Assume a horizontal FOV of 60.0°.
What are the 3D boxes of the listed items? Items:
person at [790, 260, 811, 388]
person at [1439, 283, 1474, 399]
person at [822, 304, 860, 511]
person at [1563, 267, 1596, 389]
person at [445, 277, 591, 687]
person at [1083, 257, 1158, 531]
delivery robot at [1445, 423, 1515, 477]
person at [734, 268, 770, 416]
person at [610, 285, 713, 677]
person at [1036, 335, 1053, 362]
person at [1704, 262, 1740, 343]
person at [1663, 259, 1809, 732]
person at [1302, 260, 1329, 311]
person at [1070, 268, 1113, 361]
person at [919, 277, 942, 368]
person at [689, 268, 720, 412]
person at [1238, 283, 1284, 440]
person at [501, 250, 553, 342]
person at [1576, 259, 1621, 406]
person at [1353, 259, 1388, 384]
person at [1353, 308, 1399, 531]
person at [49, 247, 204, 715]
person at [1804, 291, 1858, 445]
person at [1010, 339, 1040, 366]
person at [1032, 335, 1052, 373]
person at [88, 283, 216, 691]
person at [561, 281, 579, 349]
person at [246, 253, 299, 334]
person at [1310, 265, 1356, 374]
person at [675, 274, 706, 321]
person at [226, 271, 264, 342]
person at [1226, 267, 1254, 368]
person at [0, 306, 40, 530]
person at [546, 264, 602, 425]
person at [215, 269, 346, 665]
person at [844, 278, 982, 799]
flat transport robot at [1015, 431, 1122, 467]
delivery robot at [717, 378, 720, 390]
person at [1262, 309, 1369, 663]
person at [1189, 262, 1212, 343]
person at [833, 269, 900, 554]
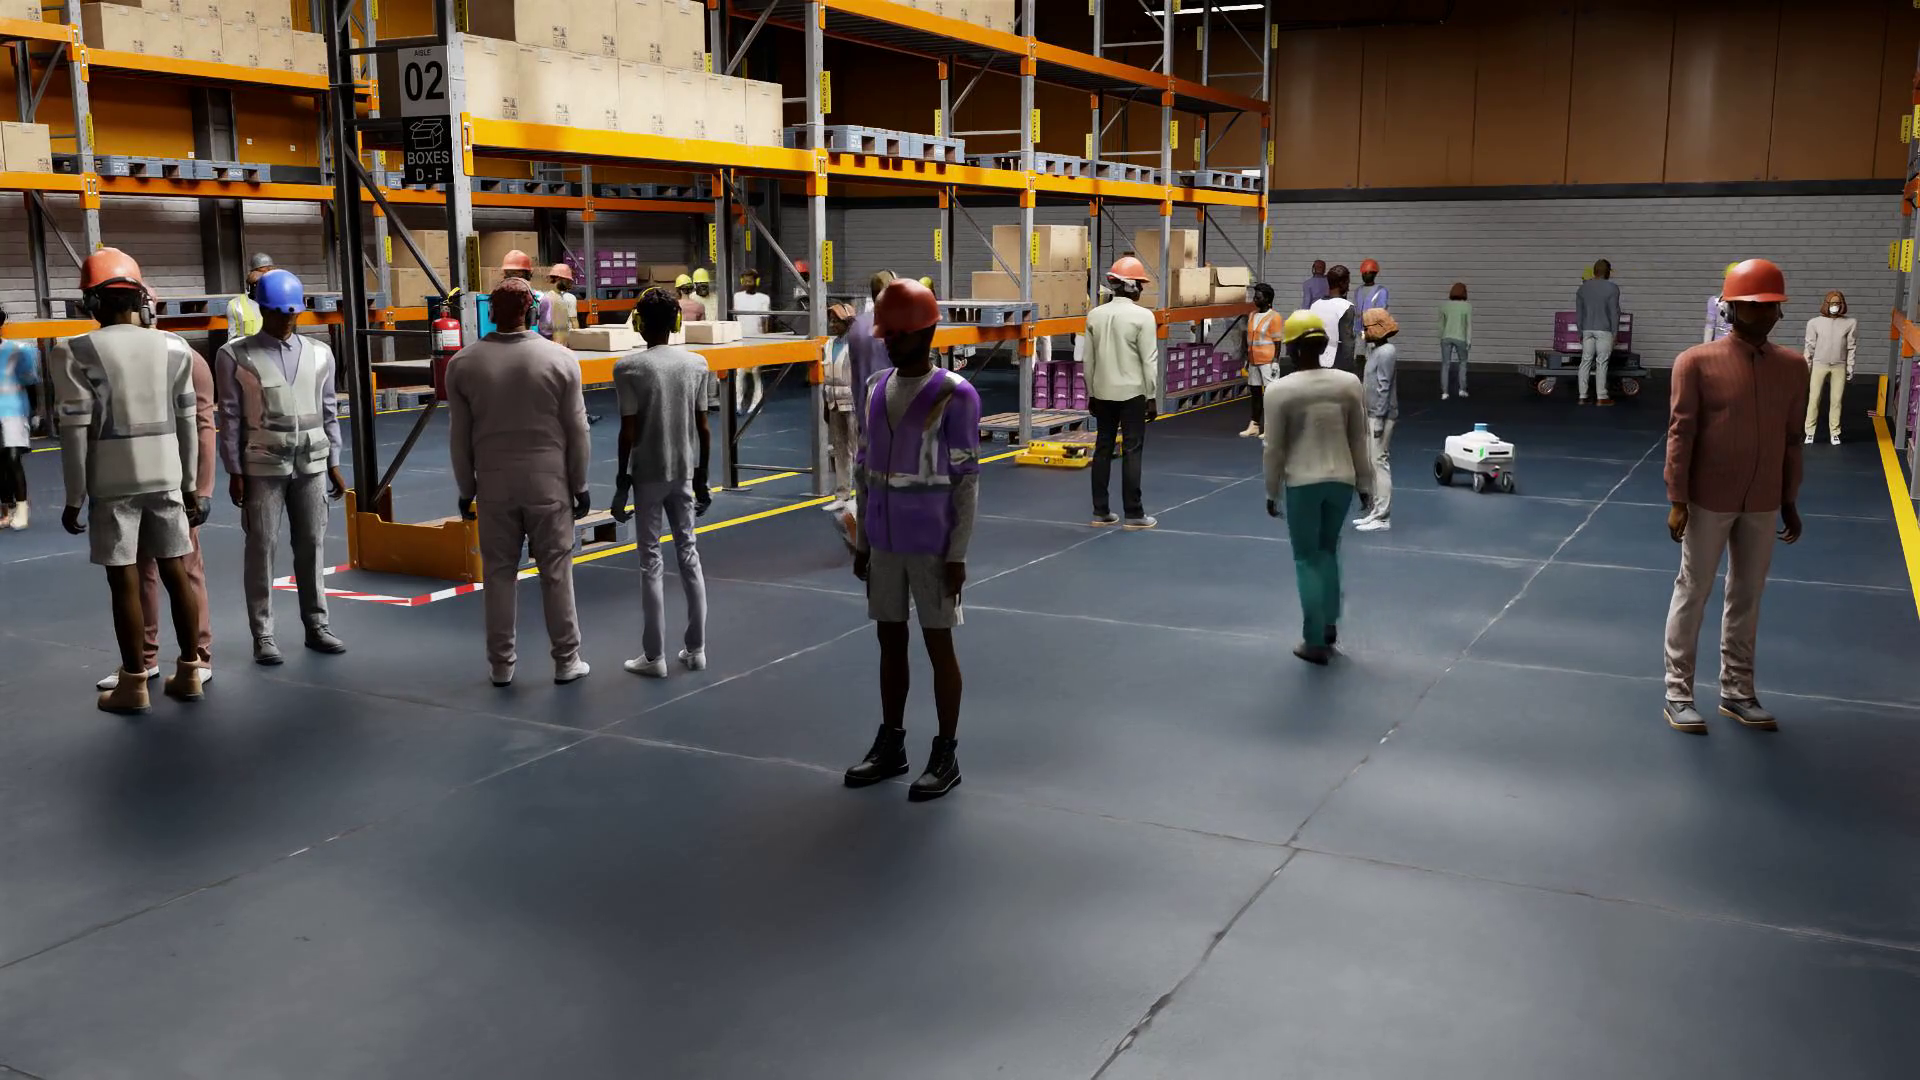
[{"bbox_3d":[-2.267,-3.219,24.904,0.573,1.914,0.590,-8,13,-39],"label":"person"},{"bbox_3d":[6.911,-2.772,23.184,0.508,1.600,0.673,6,11,31],"label":"person"},{"bbox_3d":[-0.881,-1.011,12.911,0.311,1.634,0.519,-9,13,-43],"label":"person"},{"bbox_3d":[9.347,-3.173,24.905,0.630,1.806,0.660,-8,13,-40],"label":"person"},{"bbox_3d":[-2.040,-0.263,7.781,0.636,1.911,0.406,-1,10,-5],"label":"person"},{"bbox_3d":[1.194,-1.069,12.206,0.616,1.989,0.394,8,13,40],"label":"person"},{"bbox_3d":[4.464,-0.758,14.290,0.477,0.478,0.707,-2,10,-9],"label":"delivery robot"},{"bbox_3d":[-2.630,-2.432,20.600,0.530,1.813,0.963,1,10,7],"label":"person"},{"bbox_3d":[-1.433,-0.277,7.974,0.532,1.870,0.316,-8,12,-38],"label":"person"},{"bbox_3d":[1.443,-3.883,28.750,0.561,1.906,0.680,-5,11,-27],"label":"person"},{"bbox_3d":[8.399,-2.058,18.155,0.591,1.920,0.395,1,10,4],"label":"person"},{"bbox_3d":[3.280,-0.179,7.045,0.608,1.995,0.377,-1,10,-8],"label":"person"},{"bbox_3d":[5.818,-3.598,27.088,0.637,1.911,0.406,-4,11,-21],"label":"person"},{"bbox_3d":[1.816,-2.848,22.970,0.627,1.837,0.428,0,10,-3],"label":"person"},{"bbox_3d":[-0.411,-2.205,19.522,0.483,1.736,0.311,-3,10,-17],"label":"person"},{"bbox_3d":[-3.190,-2.499,20.976,0.701,1.830,0.410,-4,10,-20],"label":"person"},{"bbox_3d":[3.293,-1.939,18.092,0.322,1.697,0.532,-6,11,-30],"label":"person"},{"bbox_3d":[-3.988,-1.596,15.097,0.607,2.048,0.366,2,10,11],"label":"person"},{"bbox_3d":[8.474,-2.751,22.097,0.371,1.941,0.627,-7,12,-35],"label":"person"},{"bbox_3d":[5.521,-2.824,22.549,0.367,1.936,0.570,-8,13,-39],"label":"person"},{"bbox_3d":[3.059,-0.882,12.193,0.283,1.623,0.509,1,10,5],"label":"person"},{"bbox_3d":[-3.662,-0.252,7.325,0.397,2.044,0.609,7,12,37],"label":"person"},{"bbox_3d":[9.182,-1.813,17.579,0.493,1.625,0.282,3,10,16],"label":"person"},{"bbox_3d":[1.261,-4.031,29.632,0.803,1.884,0.619,2,10,10],"label":"person"},{"bbox_3d":[1.323,-3.821,28.134,0.623,1.989,0.400,-1,10,-7],"label":"person"},{"bbox_3d":[-3.754,-0.241,7.661,0.653,1.906,0.408,2,10,13],"label":"person"},{"bbox_3d":[-4.774,-2.365,20.133,0.506,1.846,0.346,6,12,33],"label":"person"},{"bbox_3d":[-7.785,-2.218,18.713,0.536,2.000,0.673,4,11,24],"label":"person"},{"bbox_3d":[3.453,-1.596,15.515,0.391,1.911,0.582,-4,11,-22],"label":"person"},{"bbox_3d":[-3.395,-2.402,20.613,0.521,1.758,0.350,-7,12,-34],"label":"person"},{"bbox_3d":[-7.309,-1.884,17.393,0.624,1.837,0.429,-4,11,-24],"label":"person"},{"bbox_3d":[4.358,-3.316,25.761,0.441,1.807,0.642,4,10,20],"label":"person"},{"bbox_3d":[-6.986,-0.888,12.067,0.536,1.679,0.584,-1,10,-5],"label":"person"},{"bbox_3d":[-4.577,-2.268,19.443,0.884,1.893,0.541,-1,10,-7],"label":"person"},{"bbox_3d":[-3.363,-0.367,8.282,0.394,1.943,0.602,9,14,44],"label":"person"},{"bbox_3d":[-0.189,-0.001,6.200,0.543,1.932,0.365,7,12,35],"label":"person"},{"bbox_3d":[1.136,-0.902,16.214,0.652,0.197,1.431,5,11,27],"label":"flat transport robot"},{"bbox_3d":[-3.278,-2.305,23.245,0.477,0.478,0.707,-4,10,-20],"label":"delivery robot"},{"bbox_3d":[1.767,-0.272,8.309,0.543,1.733,0.551,-2,10,-13],"label":"person"},{"bbox_3d":[3.812,-3.463,26.401,0.351,1.879,0.577,8,12,37],"label":"person"},{"bbox_3d":[-0.534,-0.826,10.995,0.747,1.921,0.636,-8,13,-38],"label":"person"}]
